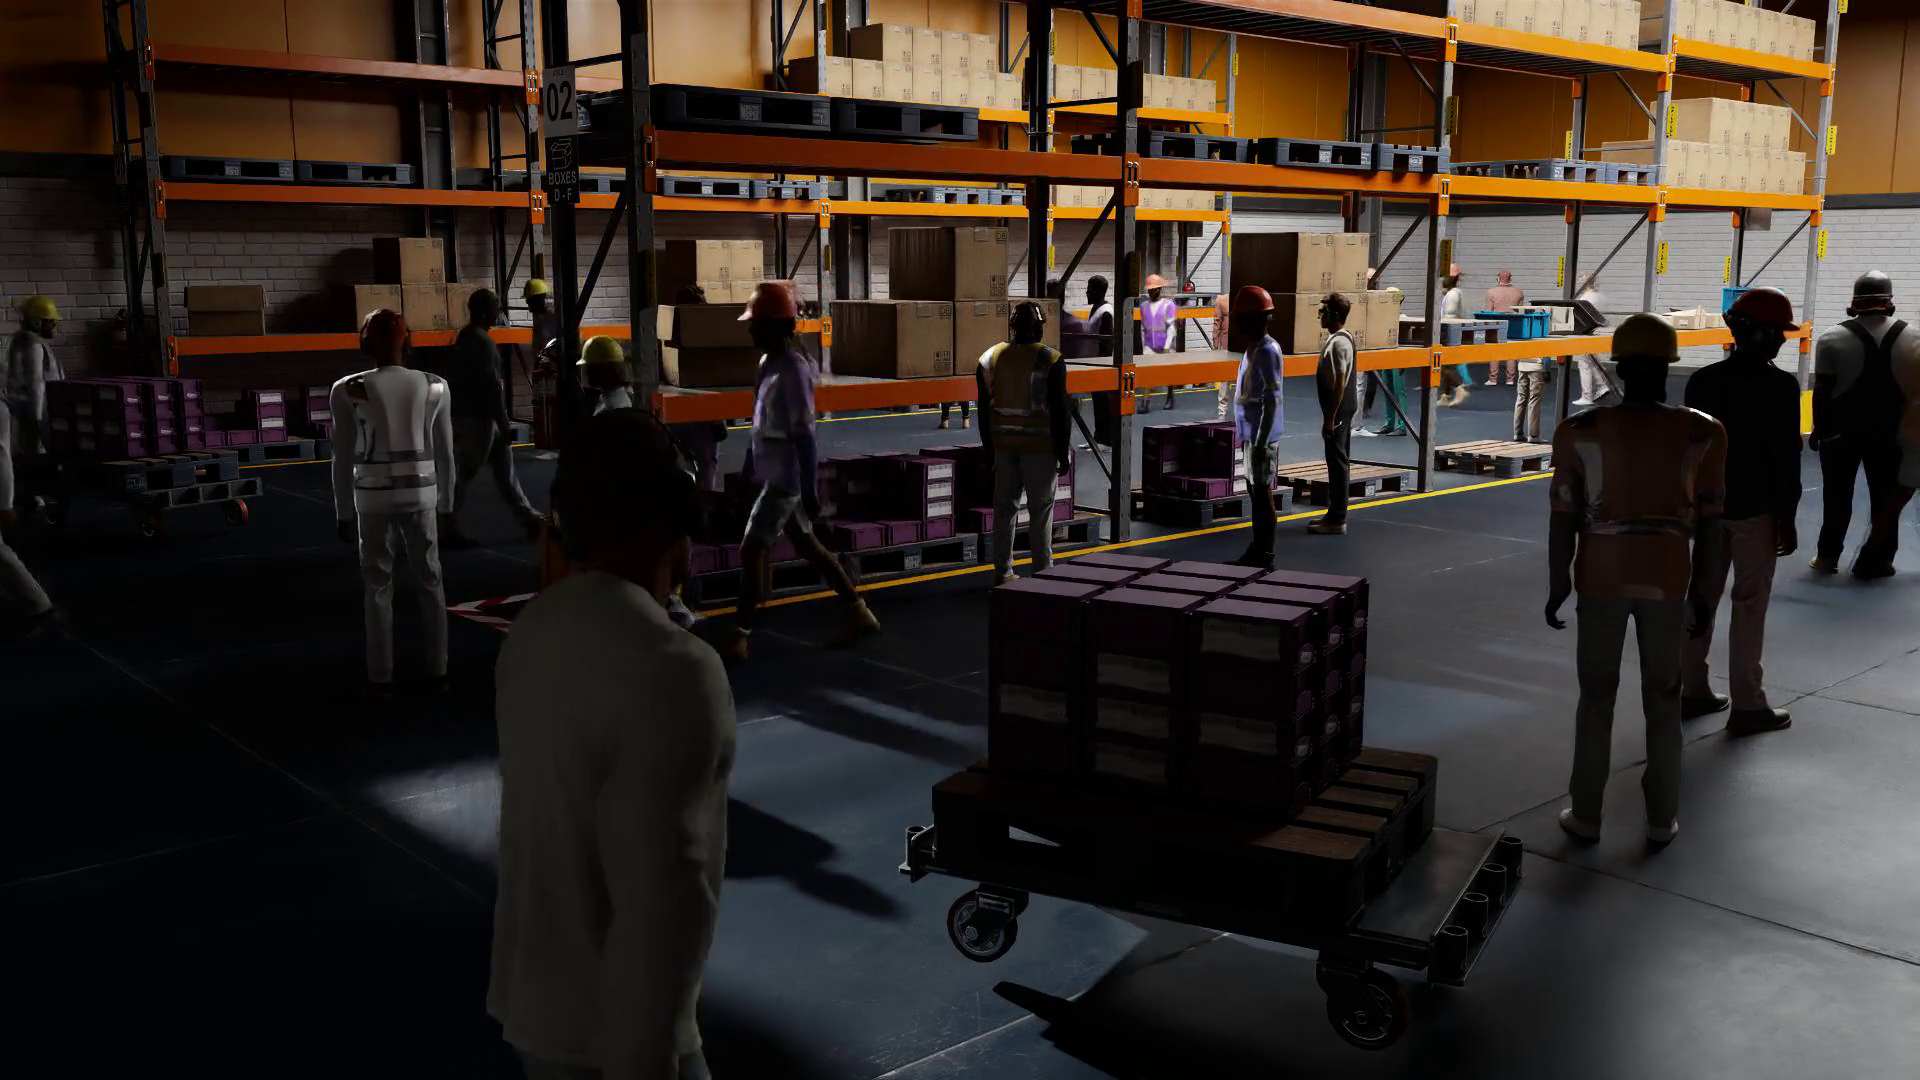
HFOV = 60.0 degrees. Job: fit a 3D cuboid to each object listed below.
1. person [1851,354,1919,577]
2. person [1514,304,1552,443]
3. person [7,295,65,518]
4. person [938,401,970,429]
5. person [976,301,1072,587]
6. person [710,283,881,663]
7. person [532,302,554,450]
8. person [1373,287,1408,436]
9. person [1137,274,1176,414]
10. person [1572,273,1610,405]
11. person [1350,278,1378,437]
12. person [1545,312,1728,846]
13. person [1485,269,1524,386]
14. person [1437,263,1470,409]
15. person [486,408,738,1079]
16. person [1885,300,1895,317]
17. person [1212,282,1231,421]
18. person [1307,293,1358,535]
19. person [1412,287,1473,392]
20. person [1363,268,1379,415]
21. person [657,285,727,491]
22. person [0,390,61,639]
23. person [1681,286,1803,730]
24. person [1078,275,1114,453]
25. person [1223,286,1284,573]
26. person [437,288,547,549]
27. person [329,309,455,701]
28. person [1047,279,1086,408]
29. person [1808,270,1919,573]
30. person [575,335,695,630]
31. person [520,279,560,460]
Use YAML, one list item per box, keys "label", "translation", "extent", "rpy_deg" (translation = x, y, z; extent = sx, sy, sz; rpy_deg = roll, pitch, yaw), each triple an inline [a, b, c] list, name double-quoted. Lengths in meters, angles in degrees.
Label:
- label: "person"
  translation: [6.389, -0.668, 10.956]
  extent: [0.980, 1.861, 0.558]
  rpy_deg: [-1, 10, -5]
- label: "person"
  translation: [6.535, -1.917, 18.962]
  extent: [0.313, 1.633, 0.516]
  rpy_deg: [-4, 10, -20]
- label: "person"
  translation: [-7.416, -1.059, 13.404]
  extent: [0.430, 1.806, 0.622]
  rpy_deg: [-9, 13, -41]
- label: "person"
  translation: [-0.087, -2.204, 20.447]
  extent: [0.531, 1.696, 0.322]
  rpy_deg: [-1, 10, -9]
- label: "person"
  translation: [0.423, -0.576, 10.494]
  extent: [0.636, 1.842, 0.429]
  rpy_deg: [6, 11, 30]
- label: "person"
  translation: [-0.891, -0.353, 8.779]
  extent: [1.048, 2.001, 0.611]
  rpy_deg: [-3, 10, -15]
- label: "person"
  translation: [-4.488, -1.784, 18.200]
  extent: [0.493, 1.626, 0.286]
  rpy_deg: [8, 12, 39]
- label: "person"
  translation: [5.118, -2.106, 19.700]
  extent: [0.339, 1.760, 0.527]
  rpy_deg: [-3, 10, -16]
- label: "person"
  translation: [2.705, -2.674, 22.675]
  extent: [0.536, 1.891, 1.014]
  rpy_deg: [5, 11, 28]
- label: "person"
  translation: [8.994, -2.859, 23.750]
  extent: [0.706, 1.881, 0.440]
  rpy_deg: [-8, 13, -41]
- label: "person"
  translation: [4.739, -2.145, 19.599]
  extent: [0.325, 1.871, 0.524]
  rpy_deg: [-1, 10, -6]
- label: "person"
  translation: [2.416, 0.149, 6.009]
  extent: [0.589, 1.924, 0.384]
  rpy_deg: [2, 10, 14]
- label: "person"
  translation: [8.885, -3.475, 27.276]
  extent: [0.652, 1.906, 0.402]
  rpy_deg: [-1, 10, -3]
- label: "person"
  translation: [6.794, -2.817, 23.074]
  extent: [0.447, 2.027, 0.620]
  rpy_deg: [3, 10, 19]
- label: "person"
  translation: [-0.513, 0.767, 2.490]
  extent: [0.453, 1.894, 0.782]
  rpy_deg: [-5, 11, -29]
- label: "person"
  translation: [9.354, -1.612, 16.982]
  extent: [0.539, 1.695, 0.319]
  rpy_deg: [5, 11, 26]
- label: "person"
  translation: [3.515, -2.463, 21.090]
  extent: [0.625, 1.992, 0.389]
  rpy_deg: [1, 10, 6]
- label: "person"
  translation: [2.860, -0.960, 12.732]
  extent: [0.346, 1.847, 0.506]
  rpy_deg: [3, 10, 18]
- label: "person"
  translation: [7.642, -3.207, 26.038]
  extent: [0.960, 1.801, 0.583]
  rpy_deg: [-2, 10, -9]
- label: "person"
  translation: [5.425, -2.629, 22.143]
  extent: [0.624, 1.979, 0.648]
  rpy_deg: [1, 10, 9]
- label: "person"
  translation: [-1.949, -0.909, 12.257]
  extent: [0.636, 1.909, 0.404]
  rpy_deg: [7, 12, 36]
- label: "person"
  translation: [-5.312, -0.286, 8.939]
  extent: [0.584, 1.795, 0.914]
  rpy_deg: [7, 12, 36]
- label: "person"
  translation: [3.539, -0.143, 7.529]
  extent: [0.392, 1.988, 0.609]
  rpy_deg: [-4, 11, -23]
- label: "person"
  translation: [1.519, -1.908, 18.069]
  extent: [0.375, 1.920, 0.587]
  rpy_deg: [-1, 10, -8]
- label: "person"
  translation: [1.932, -0.696, 10.939]
  extent: [0.376, 1.931, 0.542]
  rpy_deg: [0, 10, 2]
- label: "person"
  translation: [-3.416, -0.884, 12.165]
  extent: [1.006, 1.880, 0.660]
  rpy_deg: [-4, 11, -23]
- label: "person"
  translation: [-2.709, -0.165, 7.995]
  extent: [0.580, 1.878, 0.343]
  rpy_deg: [-6, 12, -33]
- label: "person"
  translation: [0.803, -1.303, 14.489]
  extent: [0.649, 1.929, 0.443]
  rpy_deg: [9, 13, 42]
- label: "person"
  translation: [6.037, -0.789, 11.156]
  extent: [0.683, 2.000, 0.536]
  rpy_deg: [2, 10, 12]
- label: "person"
  translation: [-1.841, -0.256, 8.986]
  extent: [0.774, 1.705, 0.492]
  rpy_deg: [-2, 10, -13]
- label: "person"
  translation: [-4.204, -1.768, 17.329]
  extent: [0.659, 1.895, 0.617]
  rpy_deg: [-6, 12, -33]
